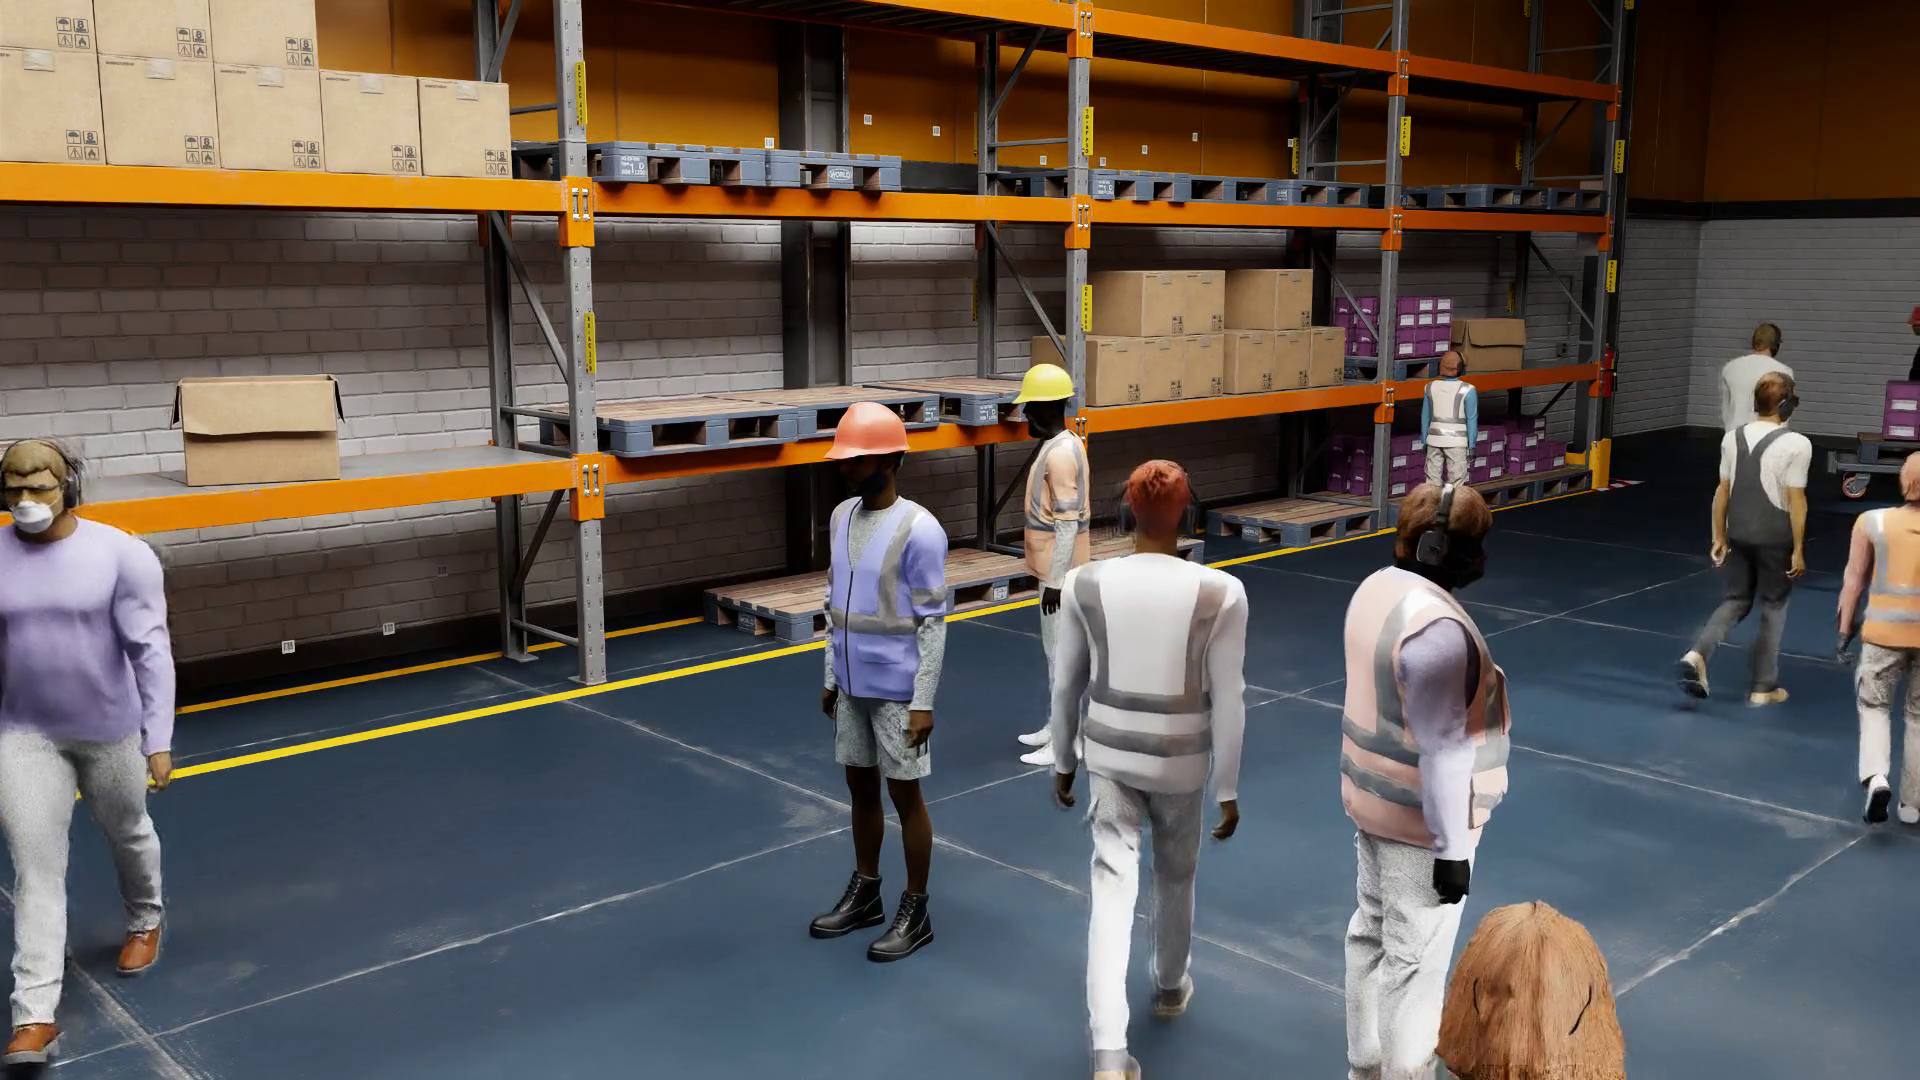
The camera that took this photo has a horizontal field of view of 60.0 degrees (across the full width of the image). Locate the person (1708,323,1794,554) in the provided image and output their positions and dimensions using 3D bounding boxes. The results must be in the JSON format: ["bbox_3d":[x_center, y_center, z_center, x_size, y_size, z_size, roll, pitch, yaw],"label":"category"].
[{"bbox_3d":[6.513,-0.822,13.606,1.018,1.886,0.649,-7,12,-34],"label":"person"}]

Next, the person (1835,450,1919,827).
[{"bbox_3d":[3.982,0.438,6.993,0.542,1.615,0.517,5,11,27],"label":"person"}]

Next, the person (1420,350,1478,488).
[{"bbox_3d":[4.155,-0.792,14.150,0.310,1.638,0.523,-9,13,-41],"label":"person"}]

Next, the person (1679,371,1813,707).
[{"bbox_3d":[4.228,0.016,8.875,0.642,1.831,0.517,-5,11,-27],"label":"person"}]

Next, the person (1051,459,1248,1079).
[{"bbox_3d":[0.551,0.677,4.999,0.593,1.843,0.963,2,10,14],"label":"person"}]

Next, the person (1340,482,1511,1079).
[{"bbox_3d":[1.254,0.756,4.513,0.430,1.839,0.619,-1,10,-3],"label":"person"}]

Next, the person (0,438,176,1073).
[{"bbox_3d":[-2.807,0.611,5.259,0.649,1.885,1.094,-2,10,-13],"label":"person"}]

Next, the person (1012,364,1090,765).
[{"bbox_3d":[0.433,0.119,7.980,0.380,1.923,0.595,0,10,2],"label":"person"}]

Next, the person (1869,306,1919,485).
[{"bbox_3d":[10.124,-1.483,17.353,1.047,1.938,0.634,7,12,35],"label":"person"}]

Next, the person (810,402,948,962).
[{"bbox_3d":[-0.297,0.488,5.786,0.552,1.937,0.356,9,14,44],"label":"person"}]

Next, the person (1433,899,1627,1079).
[{"bbox_3d":[0.739,1.271,2.236,0.506,1.587,0.889,7,12,36],"label":"person"}]
